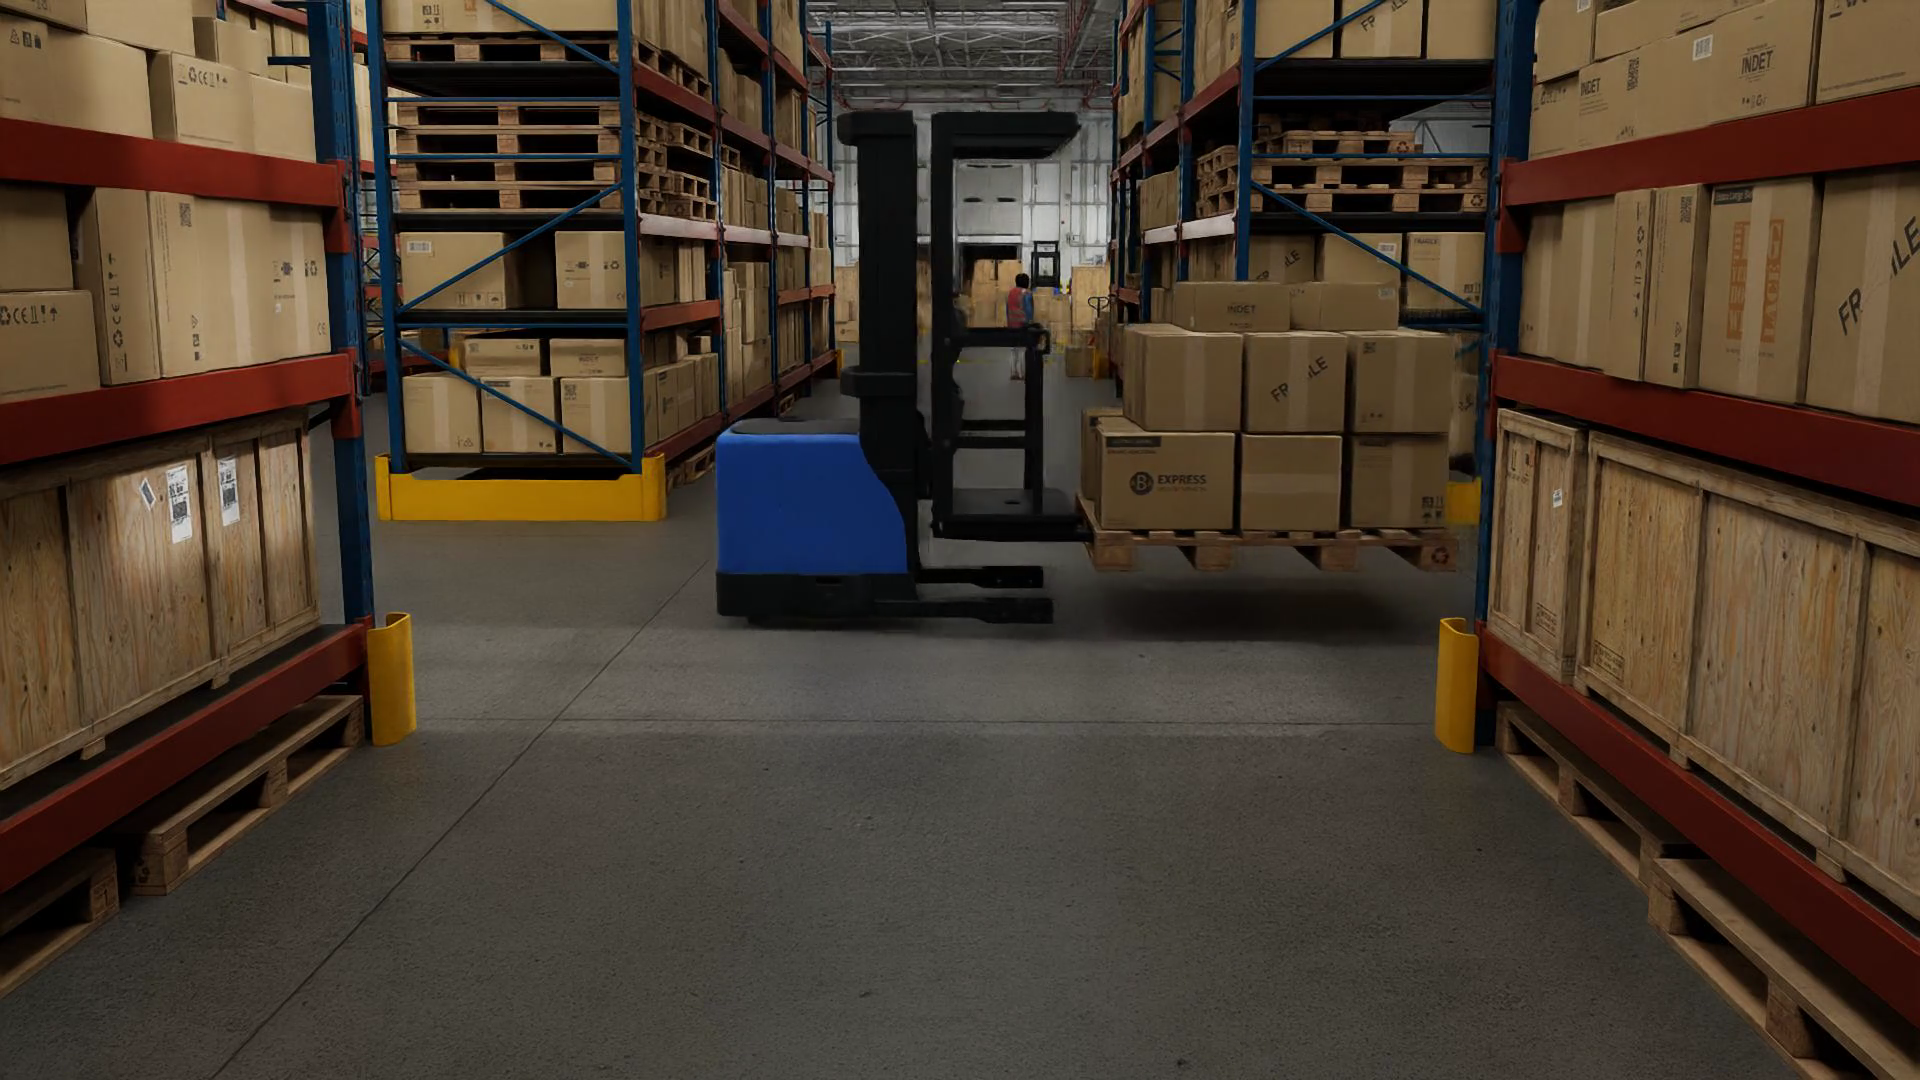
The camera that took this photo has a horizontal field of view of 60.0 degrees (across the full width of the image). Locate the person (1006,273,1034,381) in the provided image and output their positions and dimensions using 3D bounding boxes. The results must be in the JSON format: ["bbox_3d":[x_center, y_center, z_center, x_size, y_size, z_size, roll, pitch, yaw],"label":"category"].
[{"bbox_3d":[1.055,-3.649,28.524,0.430,1.845,0.622,-7,12,-35],"label":"person"}]

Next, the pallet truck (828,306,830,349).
[{"bbox_3d":[-3.100,-3.940,29.800,1.885,1.965,0.823,3,10,19],"label":"pallet truck"}]

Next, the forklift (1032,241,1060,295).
[{"bbox_3d":[3.177,-9.688,61.592,1.129,2.768,1.873,0,9,1],"label":"forklift"}]

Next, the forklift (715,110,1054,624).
[{"bbox_3d":[-0.423,-0.987,9.476,1.873,2.768,1.129,0,9,0],"label":"forklift"}]
